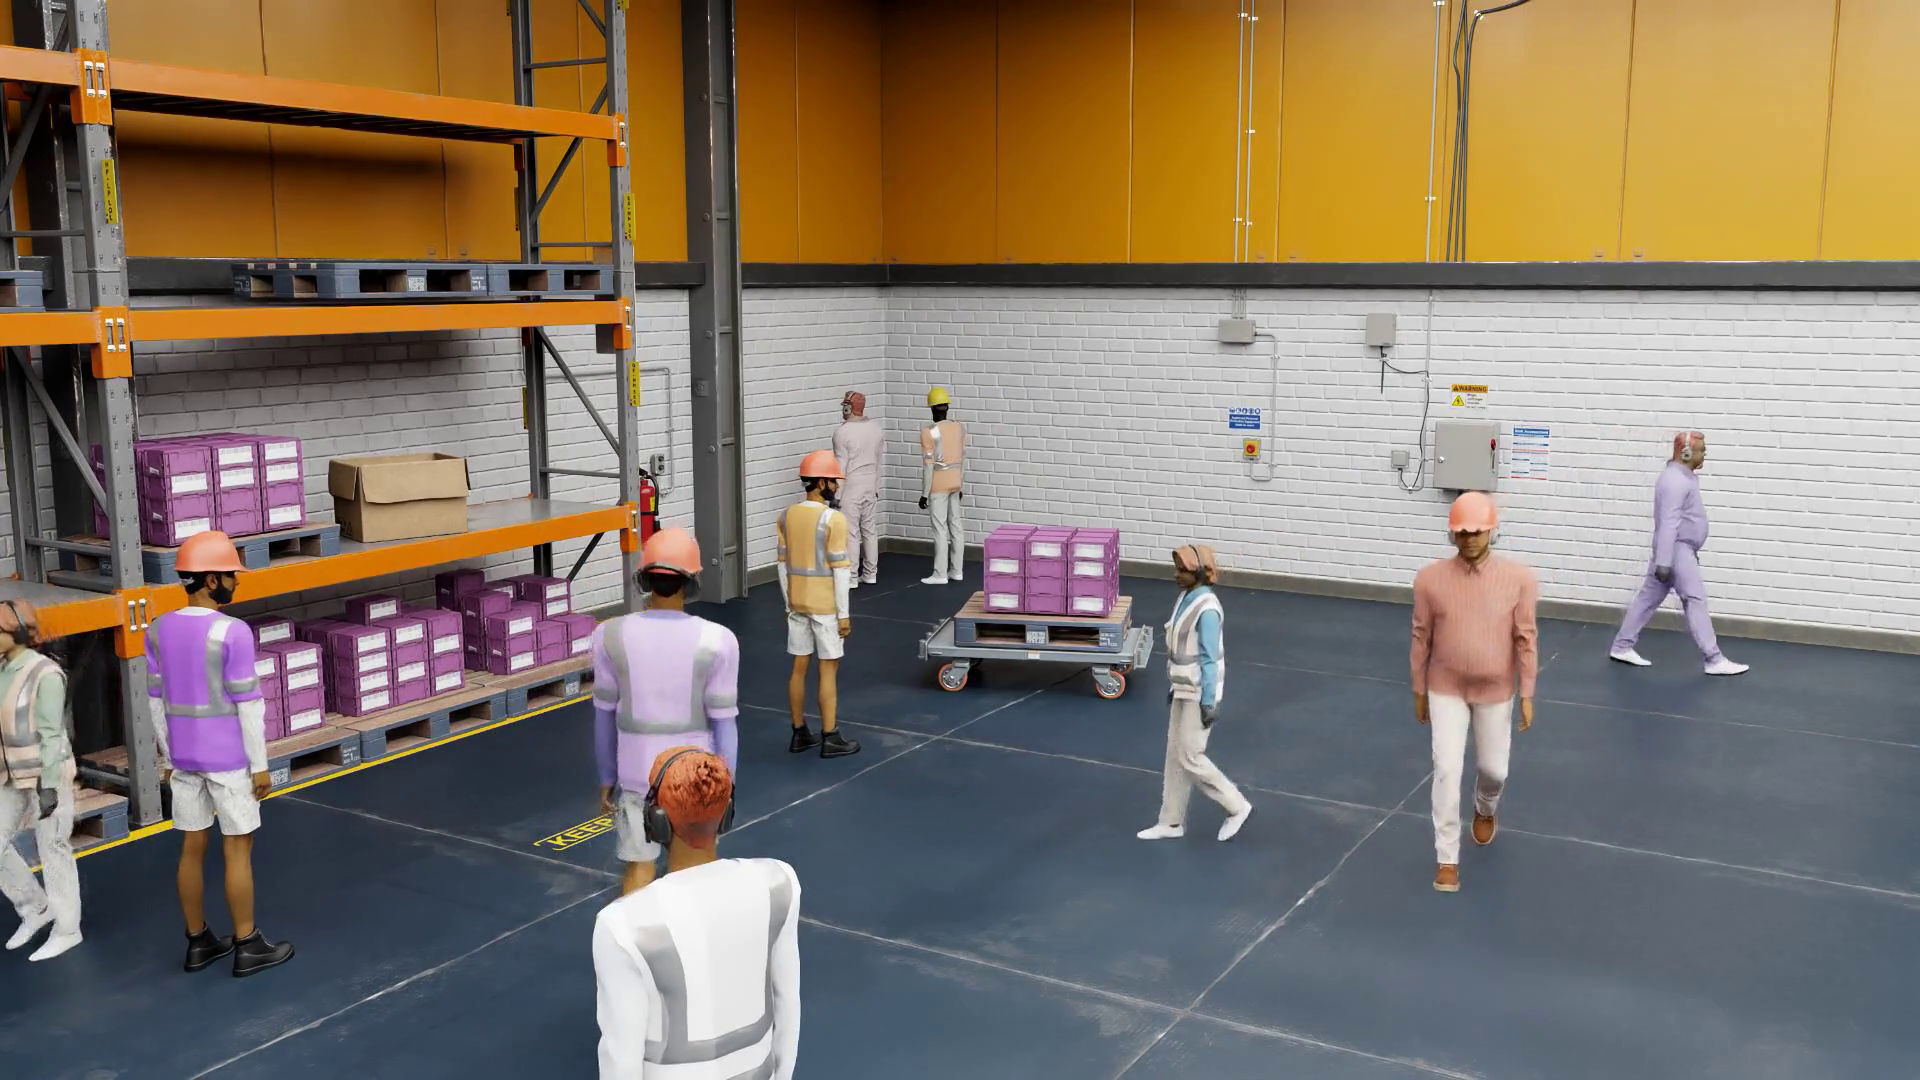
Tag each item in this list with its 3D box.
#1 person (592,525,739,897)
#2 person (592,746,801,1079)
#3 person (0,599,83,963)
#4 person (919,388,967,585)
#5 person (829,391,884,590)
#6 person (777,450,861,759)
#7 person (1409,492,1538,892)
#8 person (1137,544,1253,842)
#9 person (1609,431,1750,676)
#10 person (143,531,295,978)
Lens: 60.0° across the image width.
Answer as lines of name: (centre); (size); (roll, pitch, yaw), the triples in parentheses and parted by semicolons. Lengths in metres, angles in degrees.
person: (-1.192, 0.958, 6.718); (0.607, 2.021, 0.857); (0, 9, -2)
person: (-0.652, 1.434, 4.161); (0.575, 1.883, 0.355); (-8, 12, -42)
person: (-4.087, 1.062, 7.294); (0.517, 1.625, 0.386); (4, 10, 25)
person: (-0.181, -0.517, 16.220); (0.383, 1.922, 0.587); (8, 12, 43)
person: (-1.021, -0.480, 16.024); (0.407, 1.913, 0.641); (7, 12, 38)
person: (-0.893, 0.400, 10.457); (0.547, 1.934, 0.376); (7, 11, 37)
person: (2.571, 0.717, 8.368); (0.614, 1.972, 0.779); (3, 10, 17)
person: (1.245, 0.821, 8.789); (0.545, 1.630, 0.522); (-1, 9, -6)
person: (5.471, 0.091, 12.635); (0.991, 1.853, 0.666); (4, 10, 21)
person: (-3.215, 0.924, 7.194); (0.545, 1.933, 0.376); (3, 10, 19)
